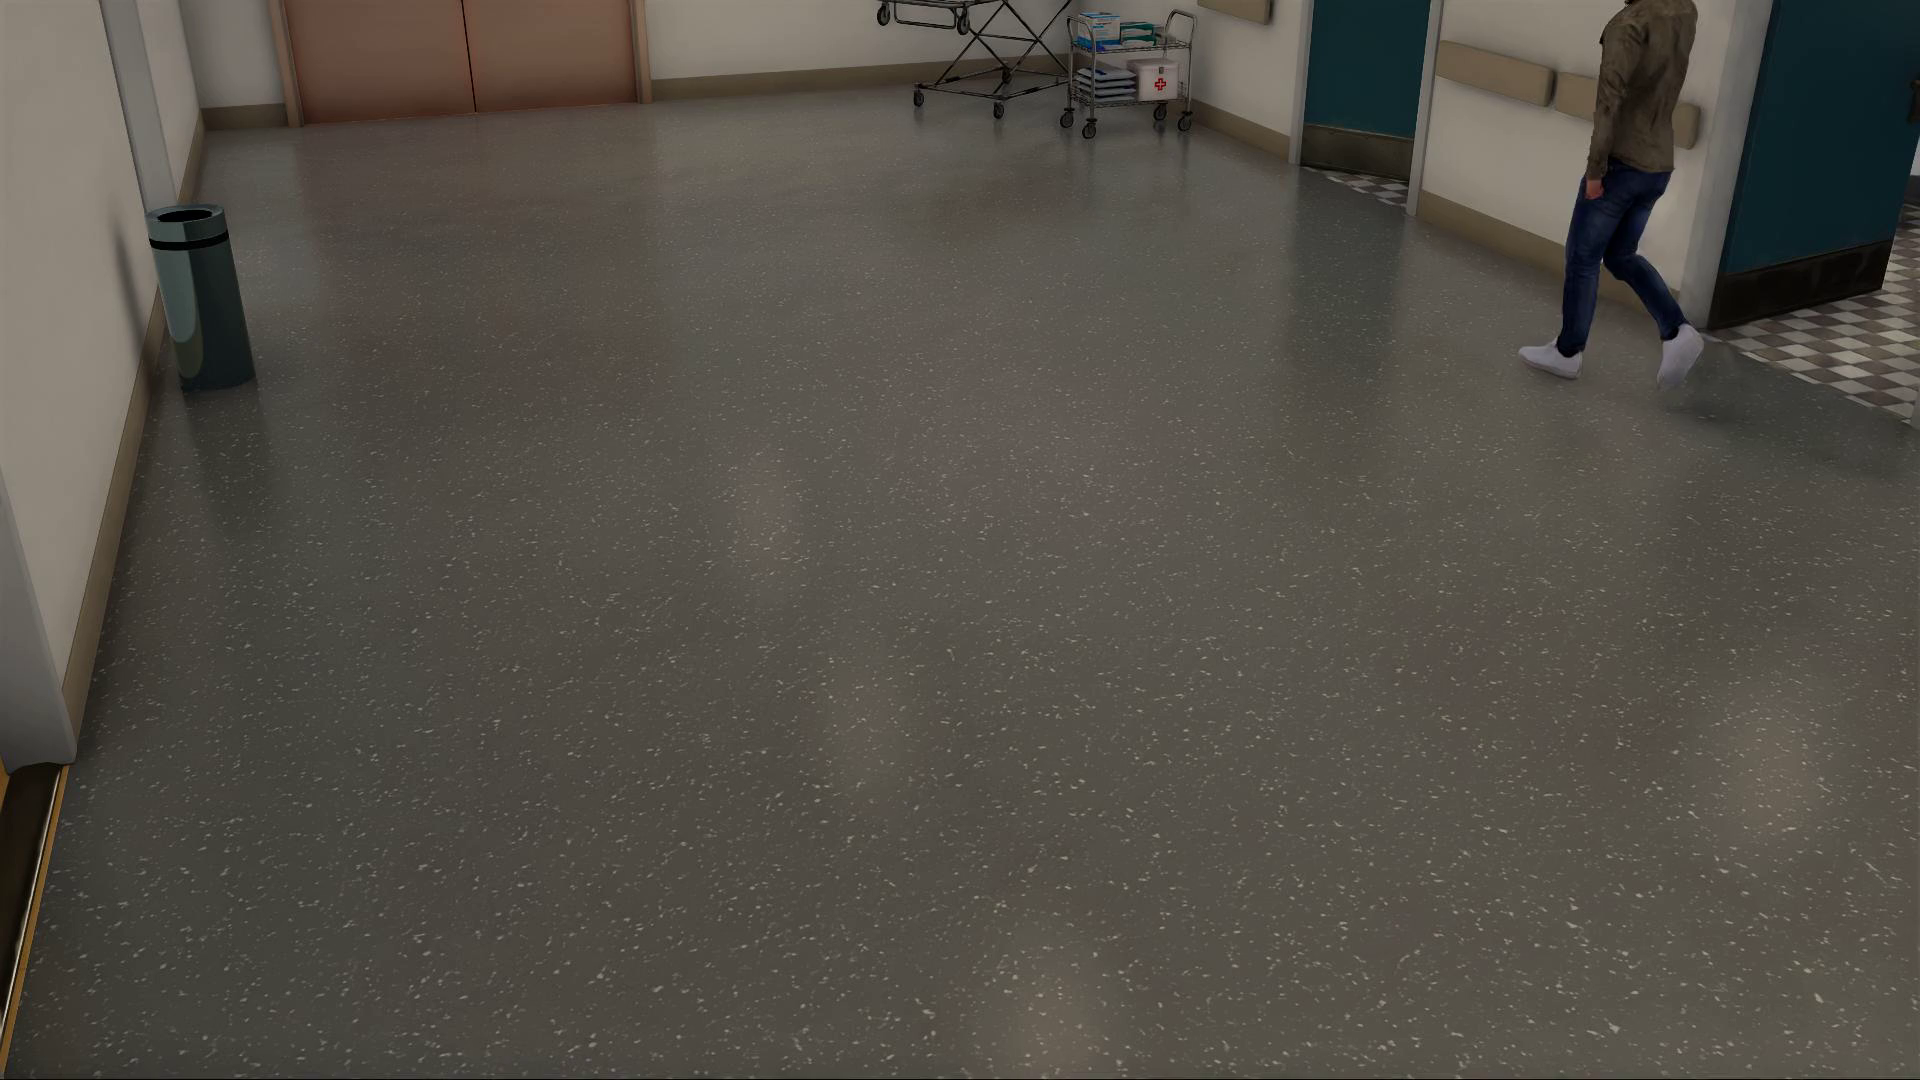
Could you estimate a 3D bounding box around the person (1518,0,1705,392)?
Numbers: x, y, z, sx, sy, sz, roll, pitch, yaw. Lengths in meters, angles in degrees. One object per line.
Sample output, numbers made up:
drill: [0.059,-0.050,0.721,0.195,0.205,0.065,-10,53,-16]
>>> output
person: [2.705,-1.467,6.560,0.879,1.852,1.096,-18,31,-33]
